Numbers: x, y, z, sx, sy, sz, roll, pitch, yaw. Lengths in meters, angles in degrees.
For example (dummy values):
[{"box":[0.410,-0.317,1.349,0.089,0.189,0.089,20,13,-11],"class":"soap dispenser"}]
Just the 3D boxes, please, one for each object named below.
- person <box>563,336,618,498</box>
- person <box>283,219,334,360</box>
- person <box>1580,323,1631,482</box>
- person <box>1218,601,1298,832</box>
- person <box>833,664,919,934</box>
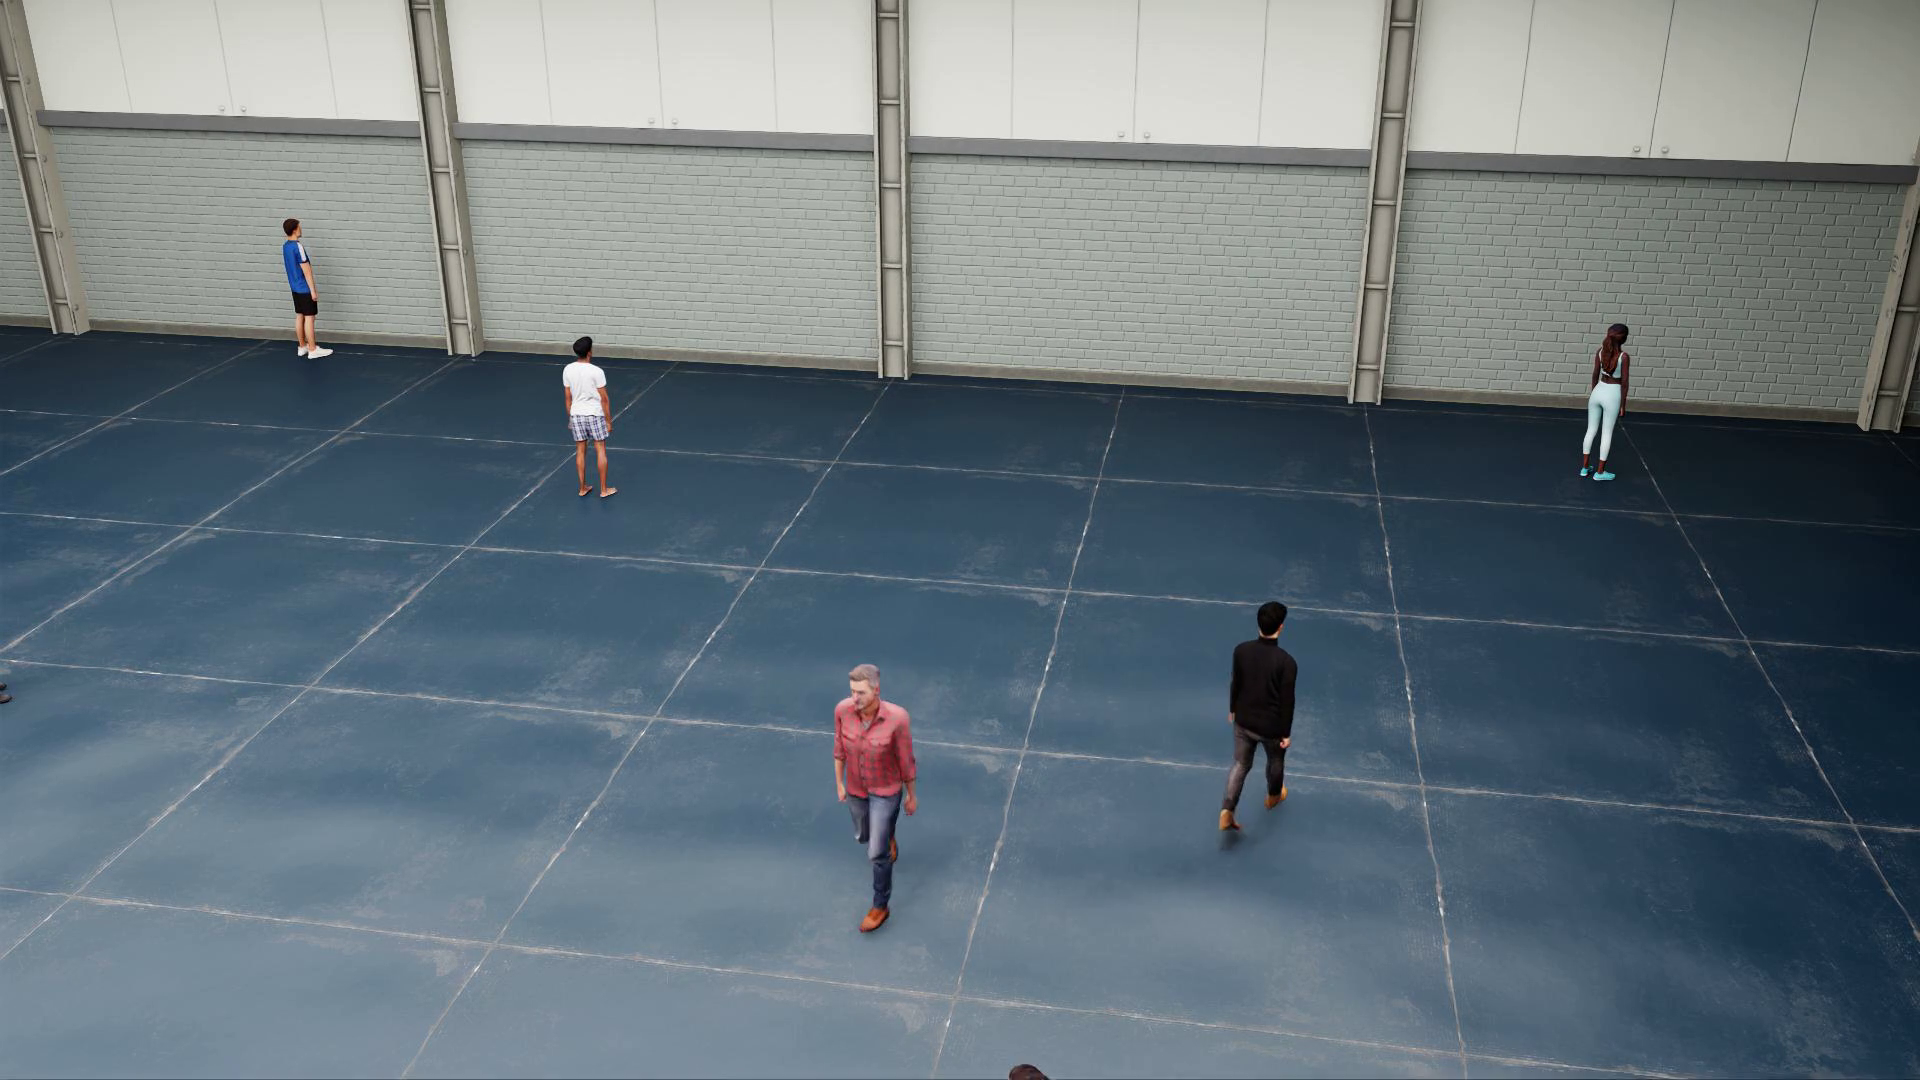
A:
[{"box":[-3.925,-1.299,17.551,0.478,1.732,0.720,6,24,14],"class":"person"},{"box":[-8.825,-3.384,22.282,0.680,1.866,0.794,18,29,36],"class":"person"},{"box":[7.014,-1.512,18.061,0.711,1.723,0.645,-17,28,-34],"class":"person"},{"box":[2.050,1.267,11.563,1.142,1.695,0.990,13,27,29],"class":"person"},{"box":[-0.517,1.561,10.747,1.121,1.792,0.931,8,24,17],"class":"person"}]
